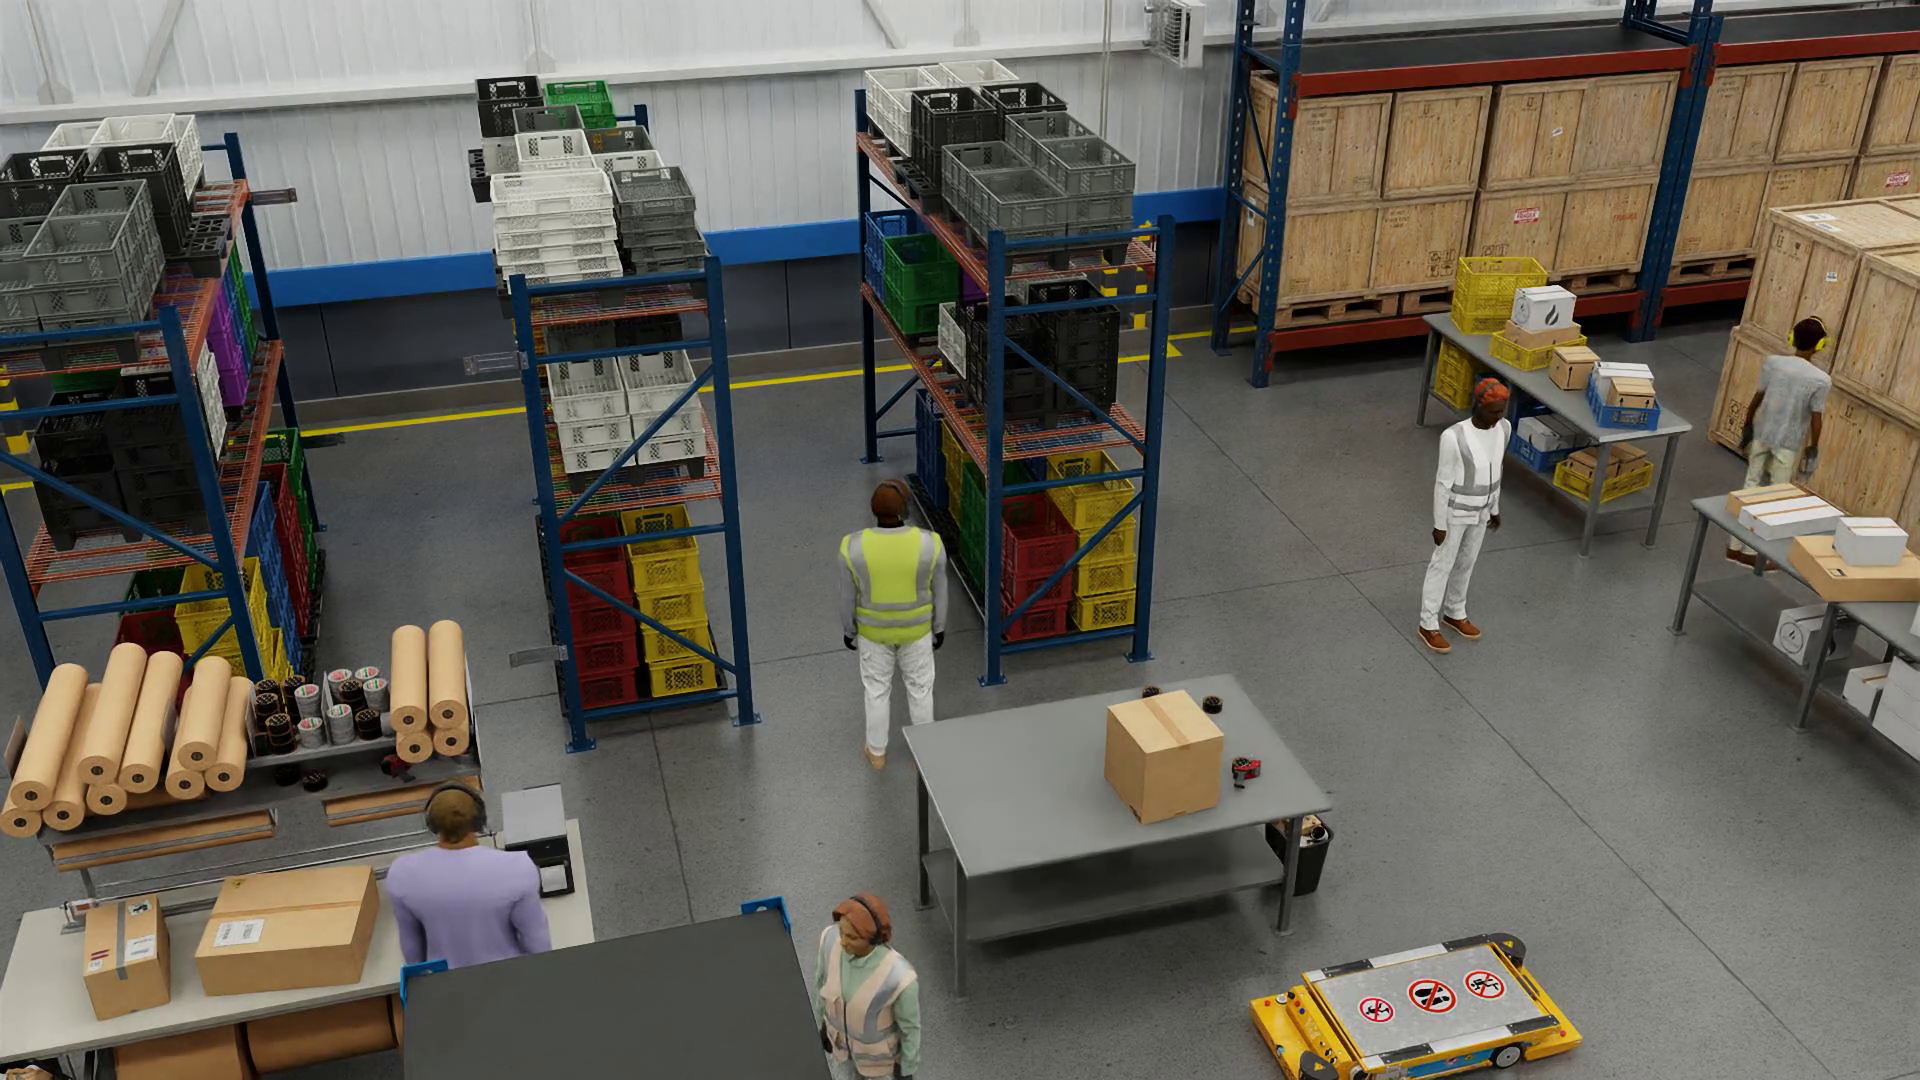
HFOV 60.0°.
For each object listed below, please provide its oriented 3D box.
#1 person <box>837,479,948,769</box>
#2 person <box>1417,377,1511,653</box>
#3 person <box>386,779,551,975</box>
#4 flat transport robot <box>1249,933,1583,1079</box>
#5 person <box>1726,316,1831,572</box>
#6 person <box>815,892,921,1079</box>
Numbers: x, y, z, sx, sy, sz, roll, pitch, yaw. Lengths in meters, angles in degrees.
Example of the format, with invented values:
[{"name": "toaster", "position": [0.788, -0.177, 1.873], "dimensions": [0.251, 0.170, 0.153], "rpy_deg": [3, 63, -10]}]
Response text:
[{"name": "person", "position": [-0.384, 0.498, 9.611], "dimensions": [0.623, 1.841, 0.430], "rpy_deg": [-2, 29, -3]}, {"name": "person", "position": [3.287, -0.172, 10.781], "dimensions": [0.574, 1.887, 0.356], "rpy_deg": [-17, 33, -28]}, {"name": "person", "position": [-2.036, 1.845, 7.072], "dimensions": [0.630, 1.930, 0.375], "rpy_deg": [0, 29, 0]}, {"name": "flat transport robot", "position": [2.184, 2.282, 7.980], "dimensions": [1.431, 0.197, 0.652], "rpy_deg": [-8, 30, -14]}, {"name": "person", "position": [5.774, -0.675, 11.738], "dimensions": [0.401, 1.854, 0.558], "rpy_deg": [-24, 37, -37]}, {"name": "person", "position": [-0.382, 2.108, 6.882], "dimensions": [0.512, 1.642, 0.312], "rpy_deg": [20, 34, 32]}]
